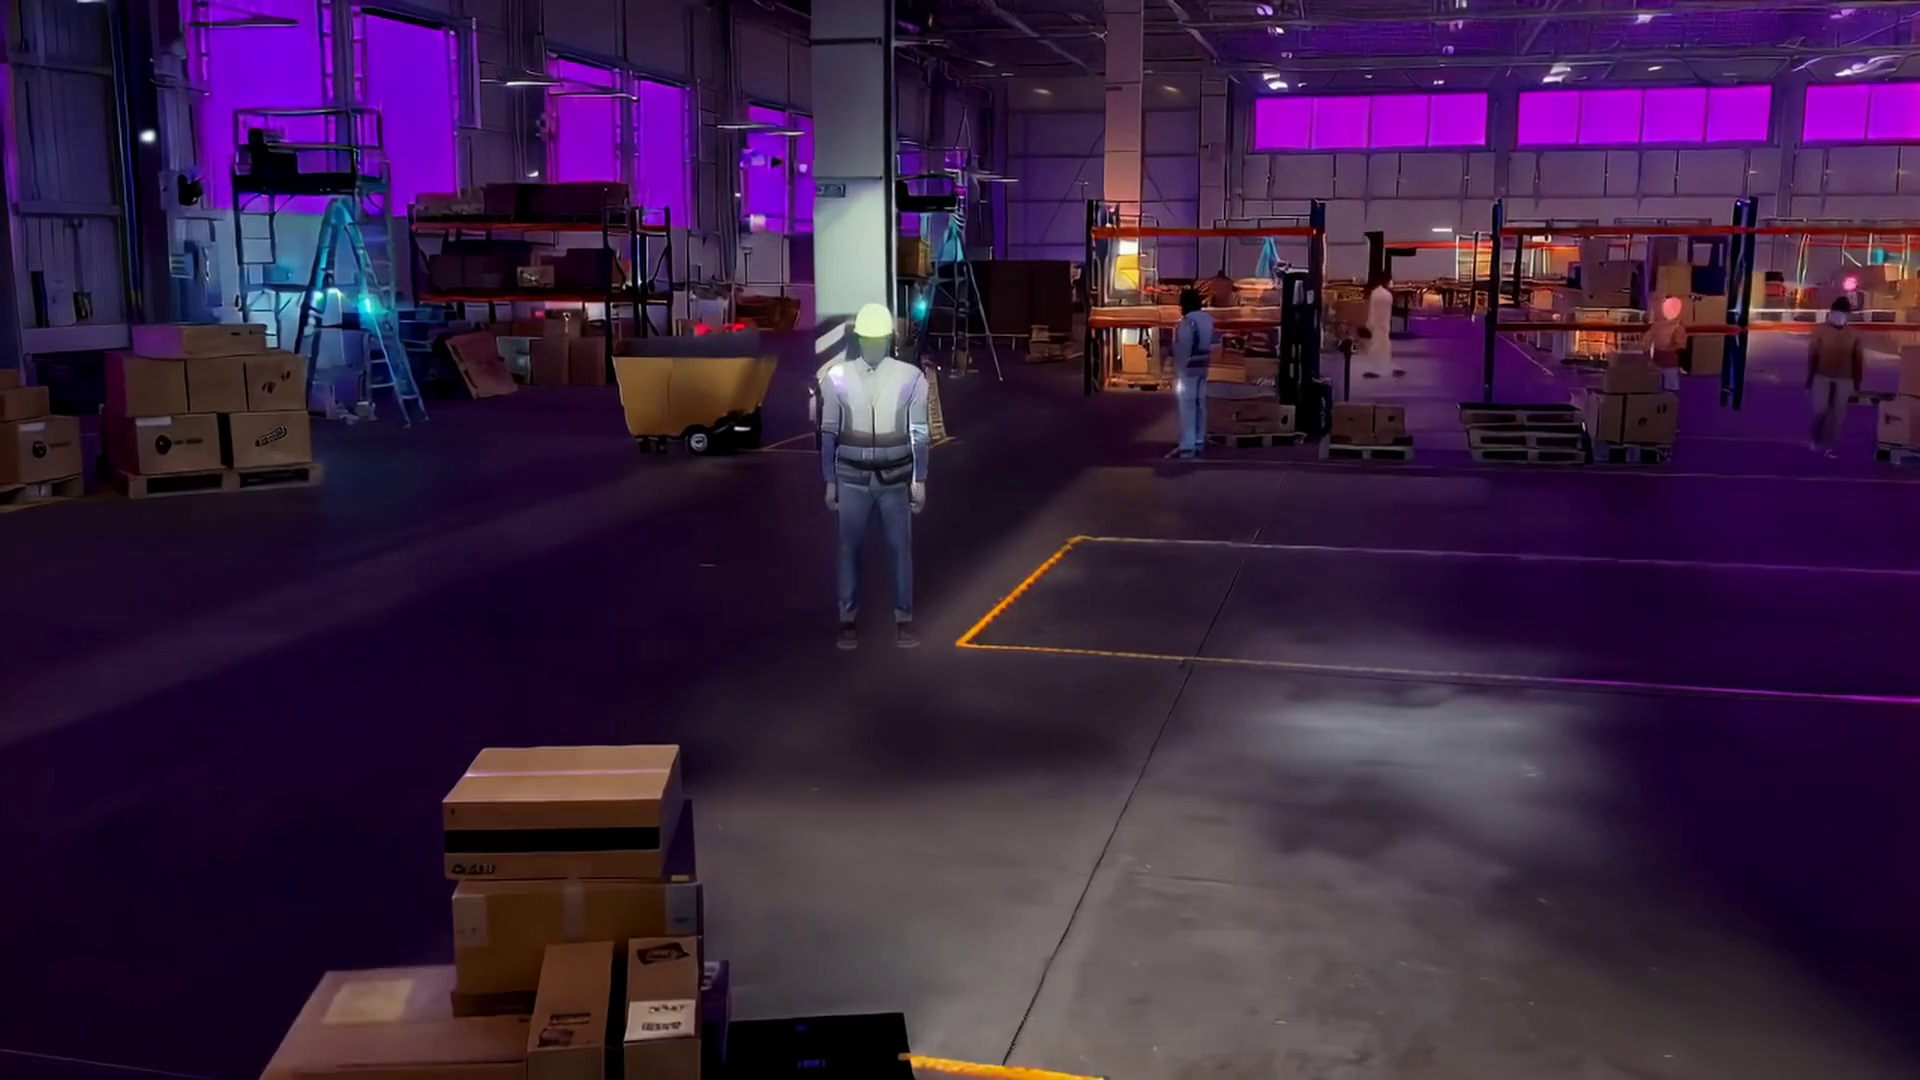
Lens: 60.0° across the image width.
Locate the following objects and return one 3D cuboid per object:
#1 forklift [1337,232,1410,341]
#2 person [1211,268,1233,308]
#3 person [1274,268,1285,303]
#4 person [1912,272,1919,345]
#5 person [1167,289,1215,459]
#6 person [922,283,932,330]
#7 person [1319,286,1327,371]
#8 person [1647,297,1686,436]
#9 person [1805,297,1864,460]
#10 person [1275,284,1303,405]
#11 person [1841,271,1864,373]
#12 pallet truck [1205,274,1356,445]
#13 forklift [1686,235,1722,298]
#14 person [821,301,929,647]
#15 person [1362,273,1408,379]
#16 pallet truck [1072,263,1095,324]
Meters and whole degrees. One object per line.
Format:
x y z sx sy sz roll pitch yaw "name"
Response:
10.815 -6.627 43.424 1.873 2.768 1.129 2 10 13 "forklift"
7.224 -6.577 46.018 0.651 1.893 0.622 4 10 21 "person"
10.352 -7.771 53.233 0.598 1.829 0.912 -3 10 -17 "person"
18.169 -4.111 31.434 0.395 1.920 0.587 3 10 18 "person"
2.488 -1.796 18.034 0.429 1.844 0.627 7 12 36 "person"
-0.894 -7.317 50.294 0.544 1.929 0.388 -7 12 -36 "person"
6.843 -4.117 32.009 0.485 1.737 0.321 -3 10 -19 "person"
8.641 -2.113 20.323 0.315 1.696 0.541 -4 11 -24 "person"
9.435 -1.742 17.953 0.553 1.752 0.360 3 10 15 "person"
4.834 -2.795 23.962 0.754 1.826 0.516 -3 10 -16 "person"
16.703 -4.116 31.474 0.565 1.911 0.773 -6 11 -33 "person"
3.653 -2.138 19.590 1.885 1.965 0.823 -4 10 -20 "pallet truck"
21.918 -7.609 49.204 1.873 2.768 1.129 -8 12 -38 "forklift"
-0.471 -0.352 9.265 0.603 1.938 0.425 0 10 -1 "person"
7.694 -3.842 29.913 0.975 1.892 0.655 7 12 37 "person"
4.325 -8.180 55.162 0.823 1.965 1.885 6 11 31 "pallet truck"
